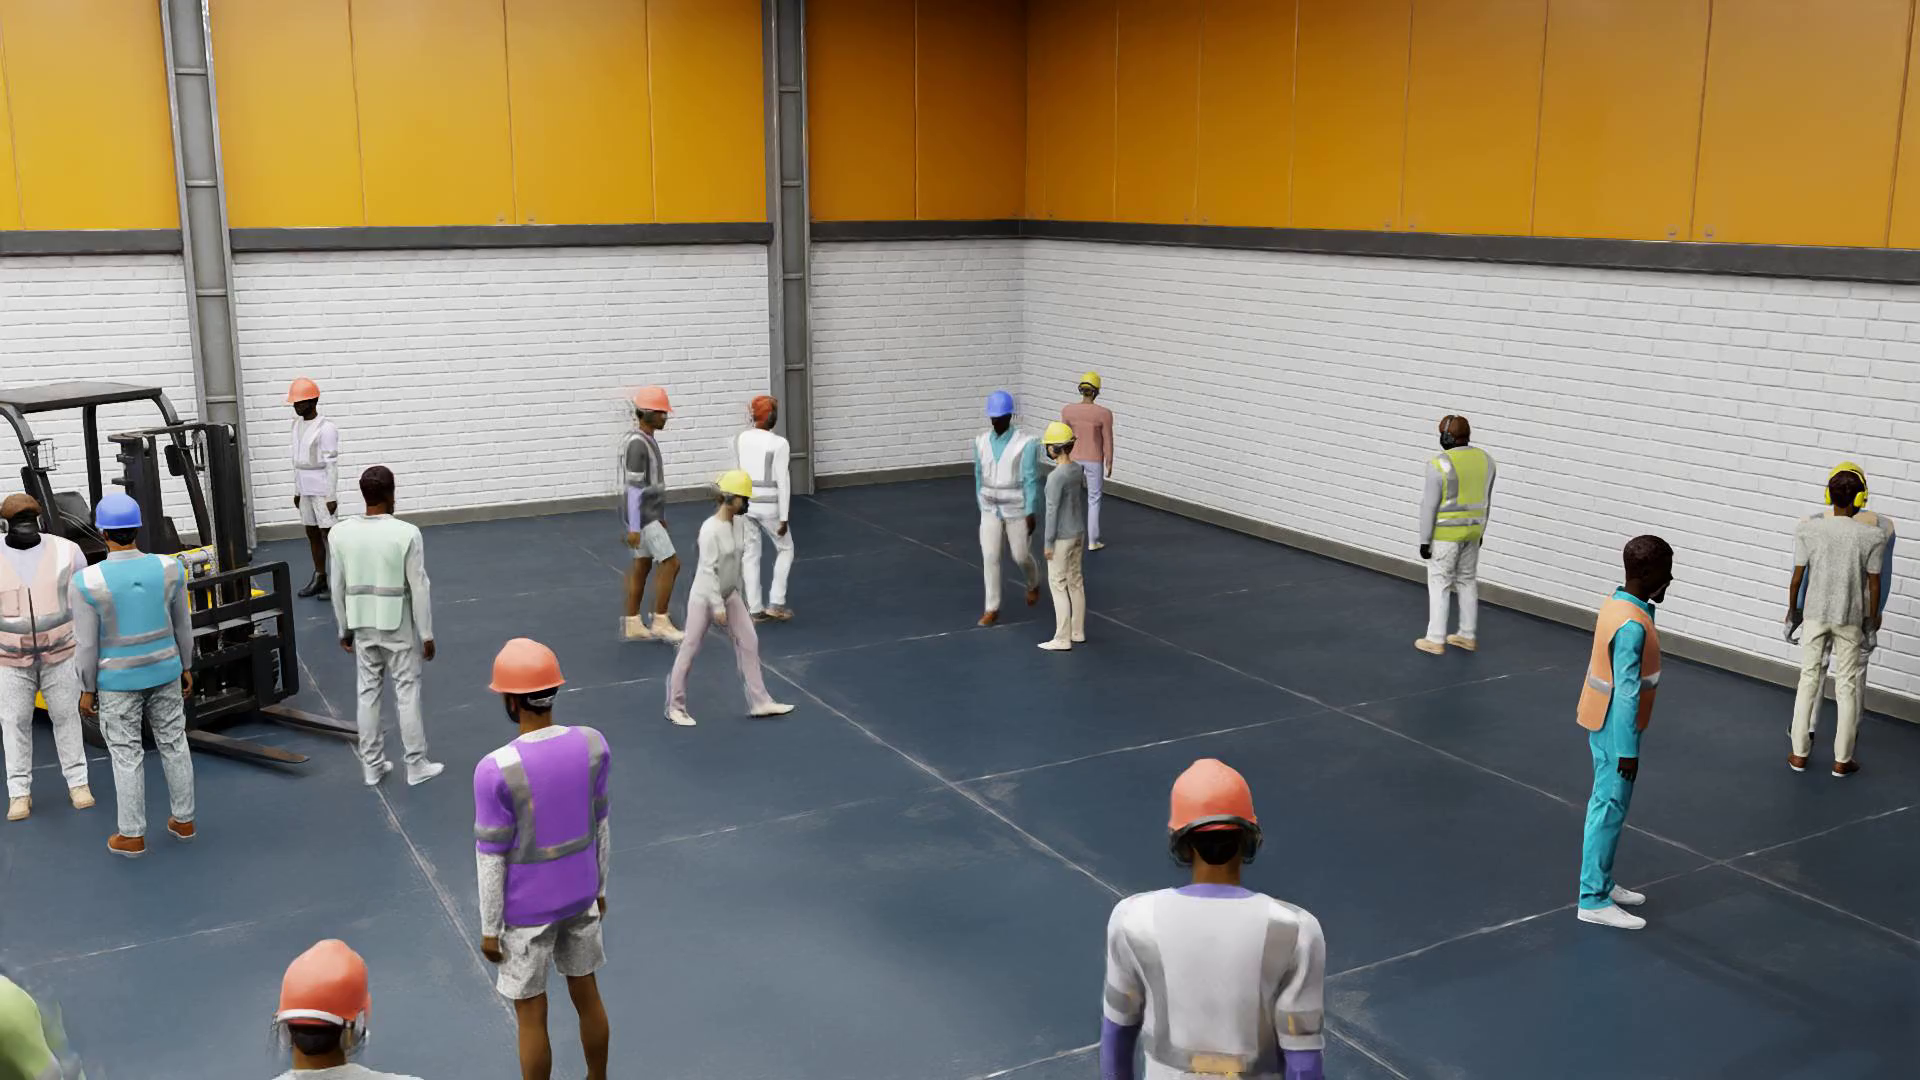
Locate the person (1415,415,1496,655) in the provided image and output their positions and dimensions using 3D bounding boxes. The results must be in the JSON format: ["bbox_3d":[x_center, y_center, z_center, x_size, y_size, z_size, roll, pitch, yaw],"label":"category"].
[{"bbox_3d":[3.748,-0.039,12.644,0.636,1.833,0.430,-5,13,-23],"label":"person"}]

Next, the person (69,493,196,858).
[{"bbox_3d":[-4.369,0.715,8.830,0.388,1.947,0.611,10,16,40],"label":"person"}]

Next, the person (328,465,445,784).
[{"bbox_3d":[-3.420,0.515,9.858,0.628,1.913,0.406,2,12,10],"label":"person"}]

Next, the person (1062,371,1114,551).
[{"bbox_3d":[1.242,-0.766,16.237,0.531,1.755,0.339,4,13,18],"label":"person"}]

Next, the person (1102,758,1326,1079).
[{"bbox_3d":[0.697,1.600,4.653,0.615,1.956,1.101,3,12,12],"label":"person"}]

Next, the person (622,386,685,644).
[{"bbox_3d":[-2.331,-0.180,12.862,0.699,2.013,0.641,-1,12,-5],"label":"person"}]

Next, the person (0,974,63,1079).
[{"bbox_3d":[-2.510,1.686,4.195,0.639,1.978,0.799,6,13,25],"label":"person"}]

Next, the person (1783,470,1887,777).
[{"bbox_3d":[5.265,0.498,10.048,0.517,1.864,0.334,8,14,33],"label":"person"}]

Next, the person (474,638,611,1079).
[{"bbox_3d":[-1.536,1.304,6.119,0.388,1.930,0.545,11,16,42],"label":"person"}]

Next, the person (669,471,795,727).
[{"bbox_3d":[-1.565,0.387,10.957,0.794,1.701,0.542,5,13,23],"label":"person"}]

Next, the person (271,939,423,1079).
[{"bbox_3d":[-1.530,1.832,4.111,0.556,1.729,0.411,-4,13,-18],"label":"person"}]

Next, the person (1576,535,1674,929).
[{"bbox_3d":[3.178,0.909,8.019,0.397,1.910,0.587,4,13,18],"label":"person"}]

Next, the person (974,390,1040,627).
[{"bbox_3d":[0.410,-0.280,13.561,0.613,1.926,0.796,7,14,28],"label":"person"}]

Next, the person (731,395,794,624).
[{"bbox_3d":[-1.584,-0.246,13.517,0.592,1.867,0.494,6,13,25],"label":"person"}]

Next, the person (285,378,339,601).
[{"bbox_3d":[-5.545,-0.432,14.268,0.541,1.930,0.382,9,15,35],"label":"person"}]

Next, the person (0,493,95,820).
[{"bbox_3d":[-5.227,0.646,9.401,0.625,1.847,0.429,-7,14,-31],"label":"person"}]

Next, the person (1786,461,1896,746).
[{"bbox_3d":[5.556,0.411,10.546,0.586,1.824,0.404,2,12,10],"label":"person"}]

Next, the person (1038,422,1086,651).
[{"bbox_3d":[0.774,-0.027,12.764,0.344,1.760,0.535,7,14,28],"label":"person"}]

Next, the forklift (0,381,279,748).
[{"bbox_3d":[-5.853,0.085,11.199,2.313,2.155,1.214,7,14,28],"label":"forklift"}]
